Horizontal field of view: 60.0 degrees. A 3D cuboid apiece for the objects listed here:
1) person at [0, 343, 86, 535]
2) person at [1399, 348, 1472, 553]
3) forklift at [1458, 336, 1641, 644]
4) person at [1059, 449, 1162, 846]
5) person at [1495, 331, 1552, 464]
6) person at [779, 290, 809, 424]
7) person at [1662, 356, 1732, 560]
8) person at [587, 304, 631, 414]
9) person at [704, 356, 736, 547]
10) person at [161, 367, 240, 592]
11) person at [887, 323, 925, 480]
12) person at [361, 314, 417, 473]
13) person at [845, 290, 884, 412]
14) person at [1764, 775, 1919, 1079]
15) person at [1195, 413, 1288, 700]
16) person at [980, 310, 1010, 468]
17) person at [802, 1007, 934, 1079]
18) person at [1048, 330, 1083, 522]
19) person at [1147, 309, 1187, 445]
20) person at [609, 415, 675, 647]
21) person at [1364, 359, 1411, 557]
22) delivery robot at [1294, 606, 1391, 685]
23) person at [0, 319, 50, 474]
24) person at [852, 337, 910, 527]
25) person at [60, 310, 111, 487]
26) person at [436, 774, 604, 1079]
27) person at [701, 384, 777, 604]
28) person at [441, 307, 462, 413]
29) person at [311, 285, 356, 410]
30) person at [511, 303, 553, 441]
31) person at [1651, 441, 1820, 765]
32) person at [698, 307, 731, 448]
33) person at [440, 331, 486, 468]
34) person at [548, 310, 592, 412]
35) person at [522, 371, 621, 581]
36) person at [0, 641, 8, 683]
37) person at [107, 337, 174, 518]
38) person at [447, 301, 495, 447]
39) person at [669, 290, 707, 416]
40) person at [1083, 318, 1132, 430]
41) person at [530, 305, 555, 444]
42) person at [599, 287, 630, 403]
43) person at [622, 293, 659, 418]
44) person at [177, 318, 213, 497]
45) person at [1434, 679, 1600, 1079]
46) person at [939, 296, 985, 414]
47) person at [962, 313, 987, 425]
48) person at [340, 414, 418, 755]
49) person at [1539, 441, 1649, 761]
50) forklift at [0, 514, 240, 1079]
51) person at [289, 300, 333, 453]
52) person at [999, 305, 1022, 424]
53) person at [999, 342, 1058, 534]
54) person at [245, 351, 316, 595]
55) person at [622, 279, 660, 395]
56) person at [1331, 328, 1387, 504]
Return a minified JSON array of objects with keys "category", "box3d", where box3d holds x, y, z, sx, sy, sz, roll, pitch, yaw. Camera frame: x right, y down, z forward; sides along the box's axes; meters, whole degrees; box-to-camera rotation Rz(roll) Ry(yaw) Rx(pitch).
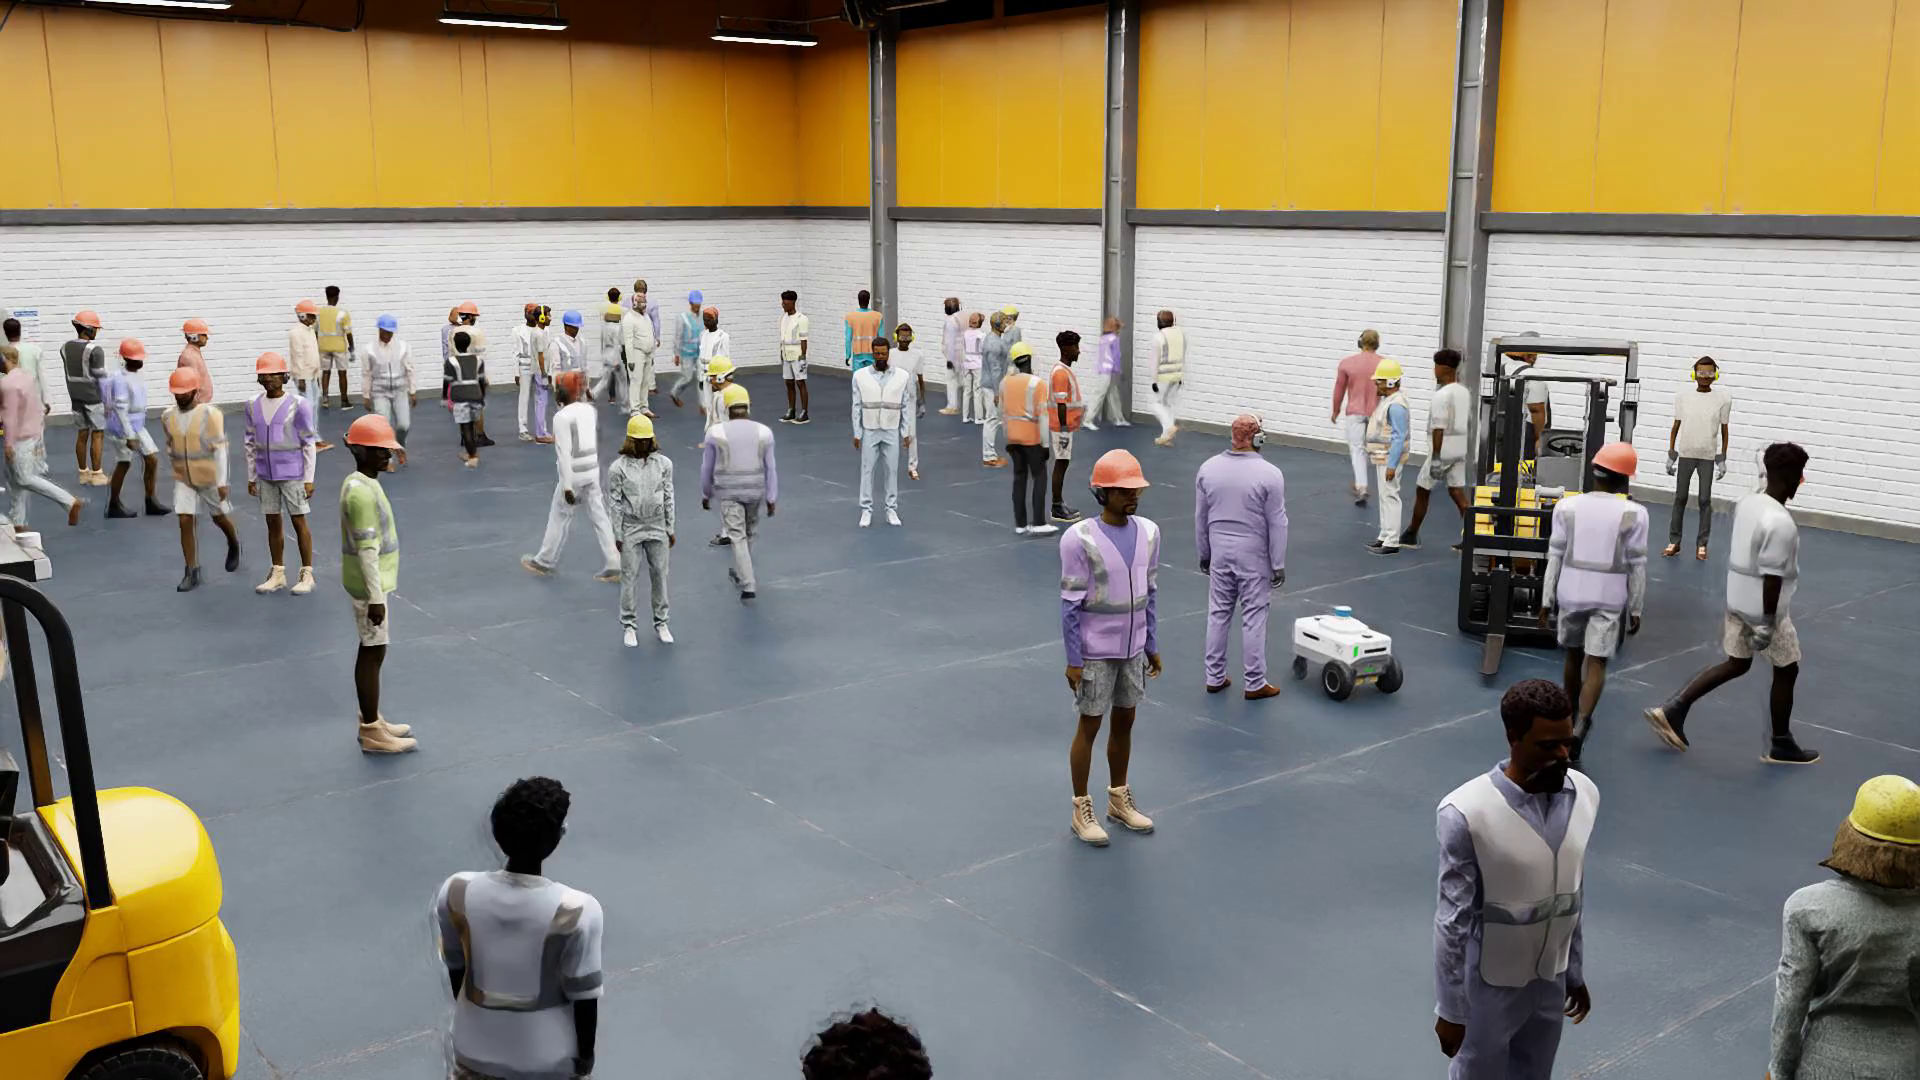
[{"category":"person","box3d":[-9.152,-0.987,16.363,0.800,1.892,0.674,-4,12,-18]},{"category":"person","box3d":[4.530,-0.831,15.562,0.615,1.921,0.916,-11,16,-43]},{"category":"forklift","box3d":[4.683,-0.471,13.136,1.214,2.155,2.313,4,12,20]},{"category":"person","box3d":[0.796,0.546,8.582,0.608,2.048,0.370,-8,14,-34]},{"category":"person","box3d":[5.495,-1.034,16.229,0.536,2.000,0.672,-5,13,-24]},{"category":"person","box3d":[-2.449,-2.691,24.439,0.372,1.960,0.603,-11,16,-43]},{"category":"person","box3d":[6.769,-0.754,15.280,0.532,1.876,0.321,7,14,31]},{"category":"person","box3d":[-5.352,-2.737,25.293,0.834,1.701,0.495,-10,15,-40]},{"category":"person","box3d":[-2.231,-0.844,15.865,0.403,1.817,0.601,0,12,2]},{"category":"person","box3d":[-6.513,-0.563,14.318,0.552,1.904,0.888,0,12,2]},{"category":"person","box3d":[-0.664,-1.613,19.484,0.514,1.861,0.336,-1,12,-6]},{"category":"person","box3d":[-6.882,-1.766,20.044,0.641,1.921,0.439,-6,13,-26]},{"category":"person","box3d":[-1.433,-2.795,25.033,0.597,1.917,0.379,-2,12,-11]},{"category":"person","box3d":[2.544,1.501,4.707,0.493,1.743,0.295,3,12,15]},{"category":"person","box3d":[1.886,0.106,11.053,0.652,1.904,0.404,9,15,37]},{"category":"person","box3d":[0.429,-1.854,20.474,0.368,1.933,0.625,-1,12,-3]},{"category":"person","box3d":[-0.189,1.751,3.035,0.671,1.931,0.720,0,12,1]},{"category":"person","box3d":[1.080,-1.177,17.097,0.361,1.964,0.617,1,12,5]},{"category":"person","box3d":[2.768,-2.156,22.161,0.638,1.826,0.499,-8,14,-35]},{"category":"person","box3d":[-2.339,-0.068,12.314,0.480,1.733,0.339,-6,13,-27]},{"category":"person","box3d":[3.960,-0.760,15.420,0.404,1.827,0.600,2,12,8]},{"category":"delivery robot","box3d":[2.588,0.693,11.270,0.477,0.478,0.707,-5,13,-24]},{"category":"person","box3d":[-11.132,-1.673,19.709,0.615,1.873,0.910,-6,13,-25]},{"category":"person","box3d":[-0.794,-1.097,16.828,0.590,1.919,0.397,-2,12,-9]},{"category":"person","box3d":[-9.972,-1.616,19.090,0.613,2.028,0.408,5,13,22]},{"category":"person","box3d":[-1.298,1.510,4.878,0.527,1.655,0.880,1,12,4]},{"category":"person","box3d":[-1.837,-0.393,13.791,0.587,1.783,0.948,-5,13,-24]},{"category":"person","box3d":[-7.717,-2.763,25.589,0.503,1.628,0.291,-11,16,-44]},{"category":"person","box3d":[-9.754,-2.987,25.861,0.681,1.959,0.421,0,12,0]},{"category":"person","box3d":[-5.846,-2.297,22.741,0.577,1.876,0.348,-11,16,-42]},{"category":"person","box3d":[4.614,0.370,9.751,0.869,1.930,0.597,0,12,0]},{"category":"person","box3d":[-3.233,-2.119,21.876,0.360,1.879,0.582,-11,16,-44]},{"category":"person","box3d":[-6.168,-1.735,20.530,0.784,1.667,0.539,10,15,40]},{"category":"person","box3d":[-4.761,-1.854,20.425,0.393,1.943,0.602,7,13,29]},{"category":"person","box3d":[-3.358,-0.547,14.396,1.024,1.826,0.582,6,13,25]},{"category":"person","box3d":[-6.624,0.105,10.913,0.628,1.993,1.062,-2,12,-9]},{"category":"person","box3d":[-8.522,-1.143,17.113,0.773,1.884,0.559,1,12,5]},{"category":"person","box3d":[-6.511,-2.202,22.141,0.542,1.929,0.374,3,12,16]},{"category":"person","box3d":[-4.135,-2.869,25.402,0.622,1.919,0.805,-10,16,-41]},{"category":"person","box3d":[2.125,-2.382,23.850,0.780,1.597,0.547,-2,12,-7]},{"category":"person","box3d":[-5.630,-2.228,22.442,0.323,1.861,0.514,-4,12,-18]},{"category":"person","box3d":[-5.531,-3.129,26.770,0.509,1.870,0.329,-3,12,-12]},{"category":"person","box3d":[-4.746,-2.724,24.748,0.404,1.900,0.637,4,12,17]},{"category":"person","box3d":[-8.460,-1.472,18.496,0.407,1.986,0.610,-5,13,-23]},{"category":"person","box3d":[1.674,1.338,5.071,0.600,1.917,0.376,-6,13,-28]},{"category":"person","box3d":[0.018,-2.794,25.289,0.666,1.816,0.630,6,13,25]},{"category":"person","box3d":[0.227,-2.505,24.331,0.517,1.633,0.310,11,16,44]},{"category":"person","box3d":[-3.497,0.261,9.975,0.395,2.040,0.609,-4,12,-20]},{"category":"person","box3d":[3.748,0.355,9.898,0.582,1.896,0.917,6,13,28]},{"category":"forklift","box3d":[-3.687,1.115,5.480,2.313,2.155,1.214,-9,15,-36]},{"category":"person","box3d":[-8.499,-2.129,21.664,0.410,1.988,0.668,0,12,1]},{"category":"person","box3d":[0.743,-2.521,24.092,0.318,1.766,0.527,-4,12,-17]},{"category":"person","box3d":[0.652,-1.004,16.464,0.645,1.885,0.430,10,15,39]},{"category":"person","box3d":[-5.683,-0.554,13.893,0.614,2.047,0.361,2,12,10]},{"category":"person","box3d":[-5.330,-3.395,27.883,0.635,1.936,0.352,1,12,4]},{"category":"person","box3d":[4.426,-1.351,18.140,0.625,1.901,0.994,-1,12,-4]}]
